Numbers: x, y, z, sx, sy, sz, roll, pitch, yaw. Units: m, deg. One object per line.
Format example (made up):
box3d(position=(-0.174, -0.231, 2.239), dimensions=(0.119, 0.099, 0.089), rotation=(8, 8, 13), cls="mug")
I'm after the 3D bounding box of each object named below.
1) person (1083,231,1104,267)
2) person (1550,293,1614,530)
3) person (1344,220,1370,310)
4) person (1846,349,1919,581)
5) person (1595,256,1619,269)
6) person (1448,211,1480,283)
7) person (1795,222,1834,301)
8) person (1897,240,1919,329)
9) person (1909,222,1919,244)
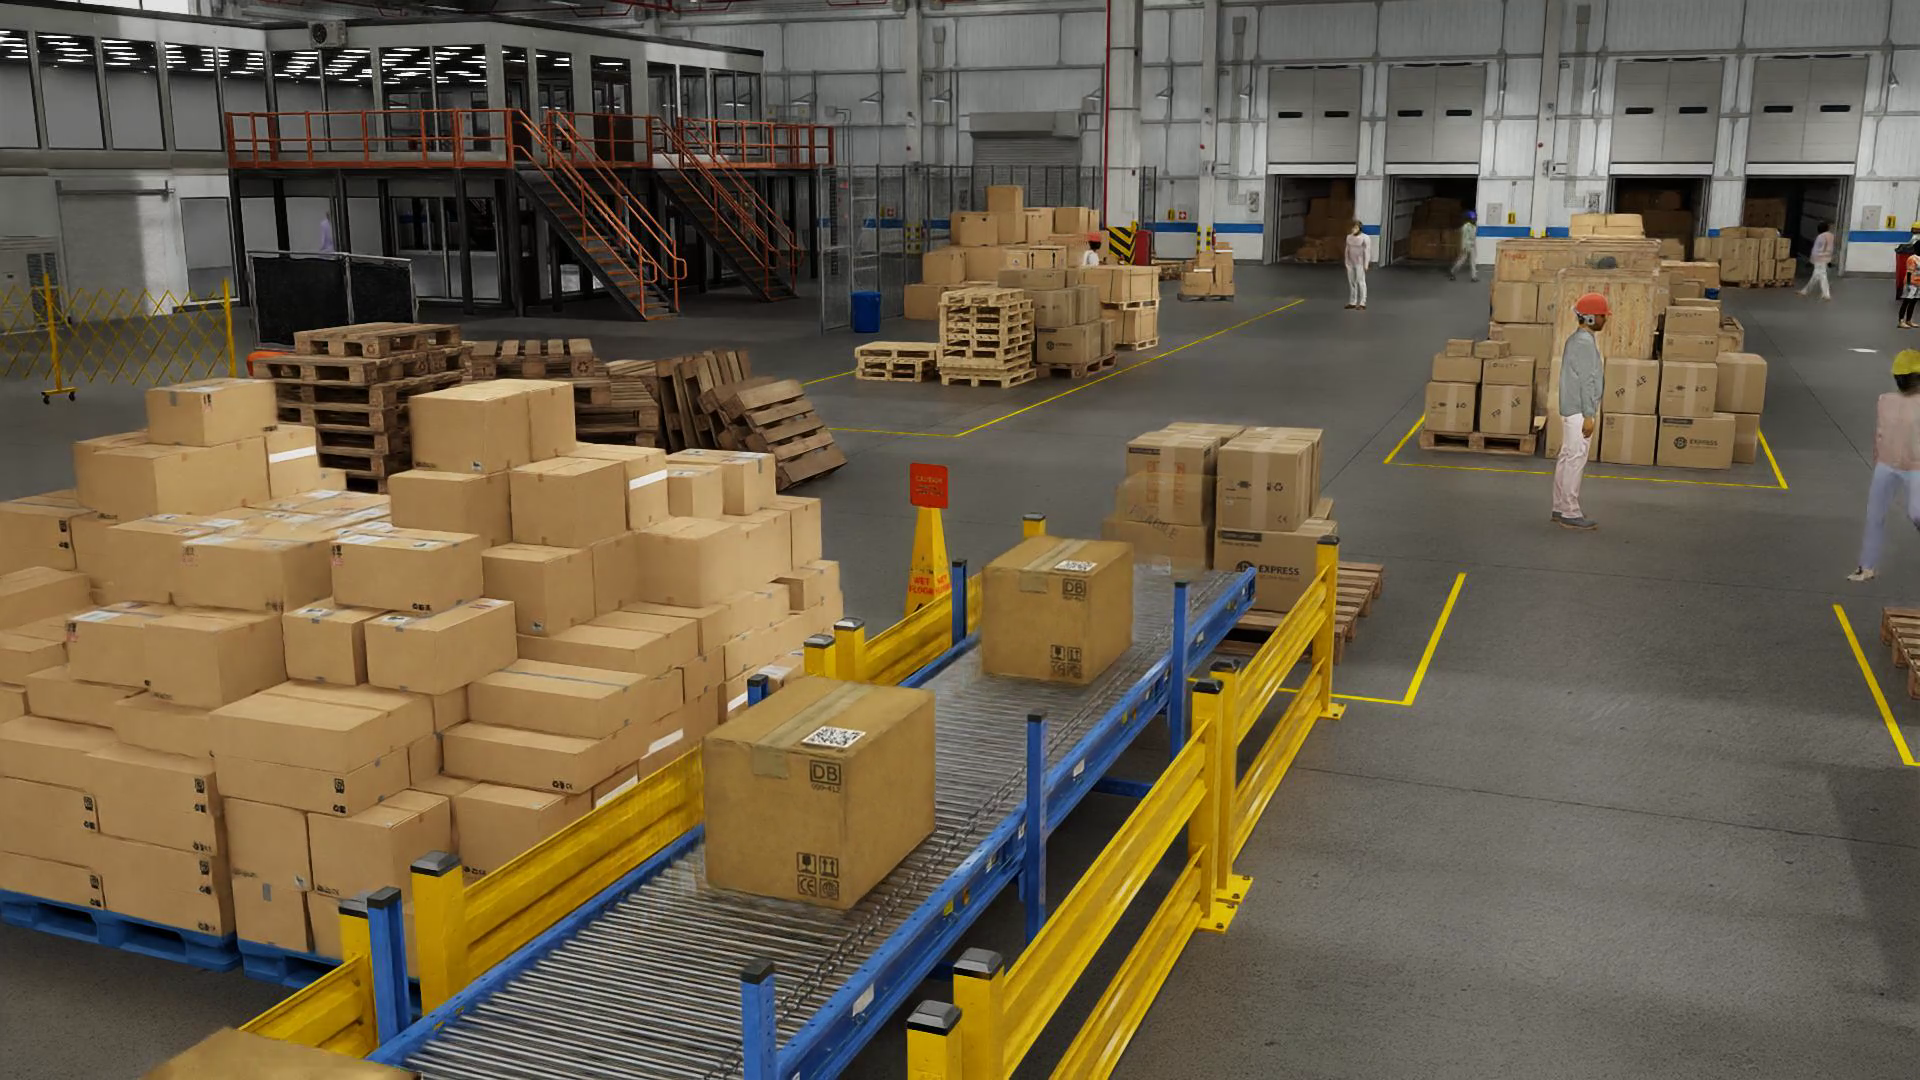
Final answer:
box3d(position=(2.387, -4.561, 29.835), dimensions=(0.482, 1.919, 0.553), rotation=(-1, 13, -6), cls="person")
box3d(position=(5.264, -1.091, 14.082), dimensions=(0.387, 1.992, 0.626), rotation=(2, 13, 7), cls="person")
box3d(position=(8.595, -5.946, 36.040), dimensions=(0.391, 1.927, 0.646), rotation=(-8, 15, -33), cls="person")
box3d(position=(7.019, -0.554, 12.309), dimensions=(0.826, 1.731, 0.533), rotation=(-7, 14, -28), cls="person")
box3d(position=(7.532, -2.351, 19.632), dimensions=(0.663, 2.000, 0.691), rotation=(5, 14, 22), cls="person")
box3d(position=(13.640, -7.905, 44.839), dimensions=(0.619, 1.917, 0.872), rotation=(-10, 16, -39), cls="person")
box3d(position=(19.992, -6.501, 38.814), dimensions=(0.644, 1.787, 0.961), rotation=(-10, 16, -37), cls="person")
box3d(position=(18.268, -4.895, 31.844), dimensions=(0.533, 1.689, 0.320), rotation=(-8, 15, -32), cls="person")
box3d(position=(23.370, -6.921, 40.794), dimensions=(0.283, 1.746, 0.493), rotation=(10, 16, 37), cls="person")
